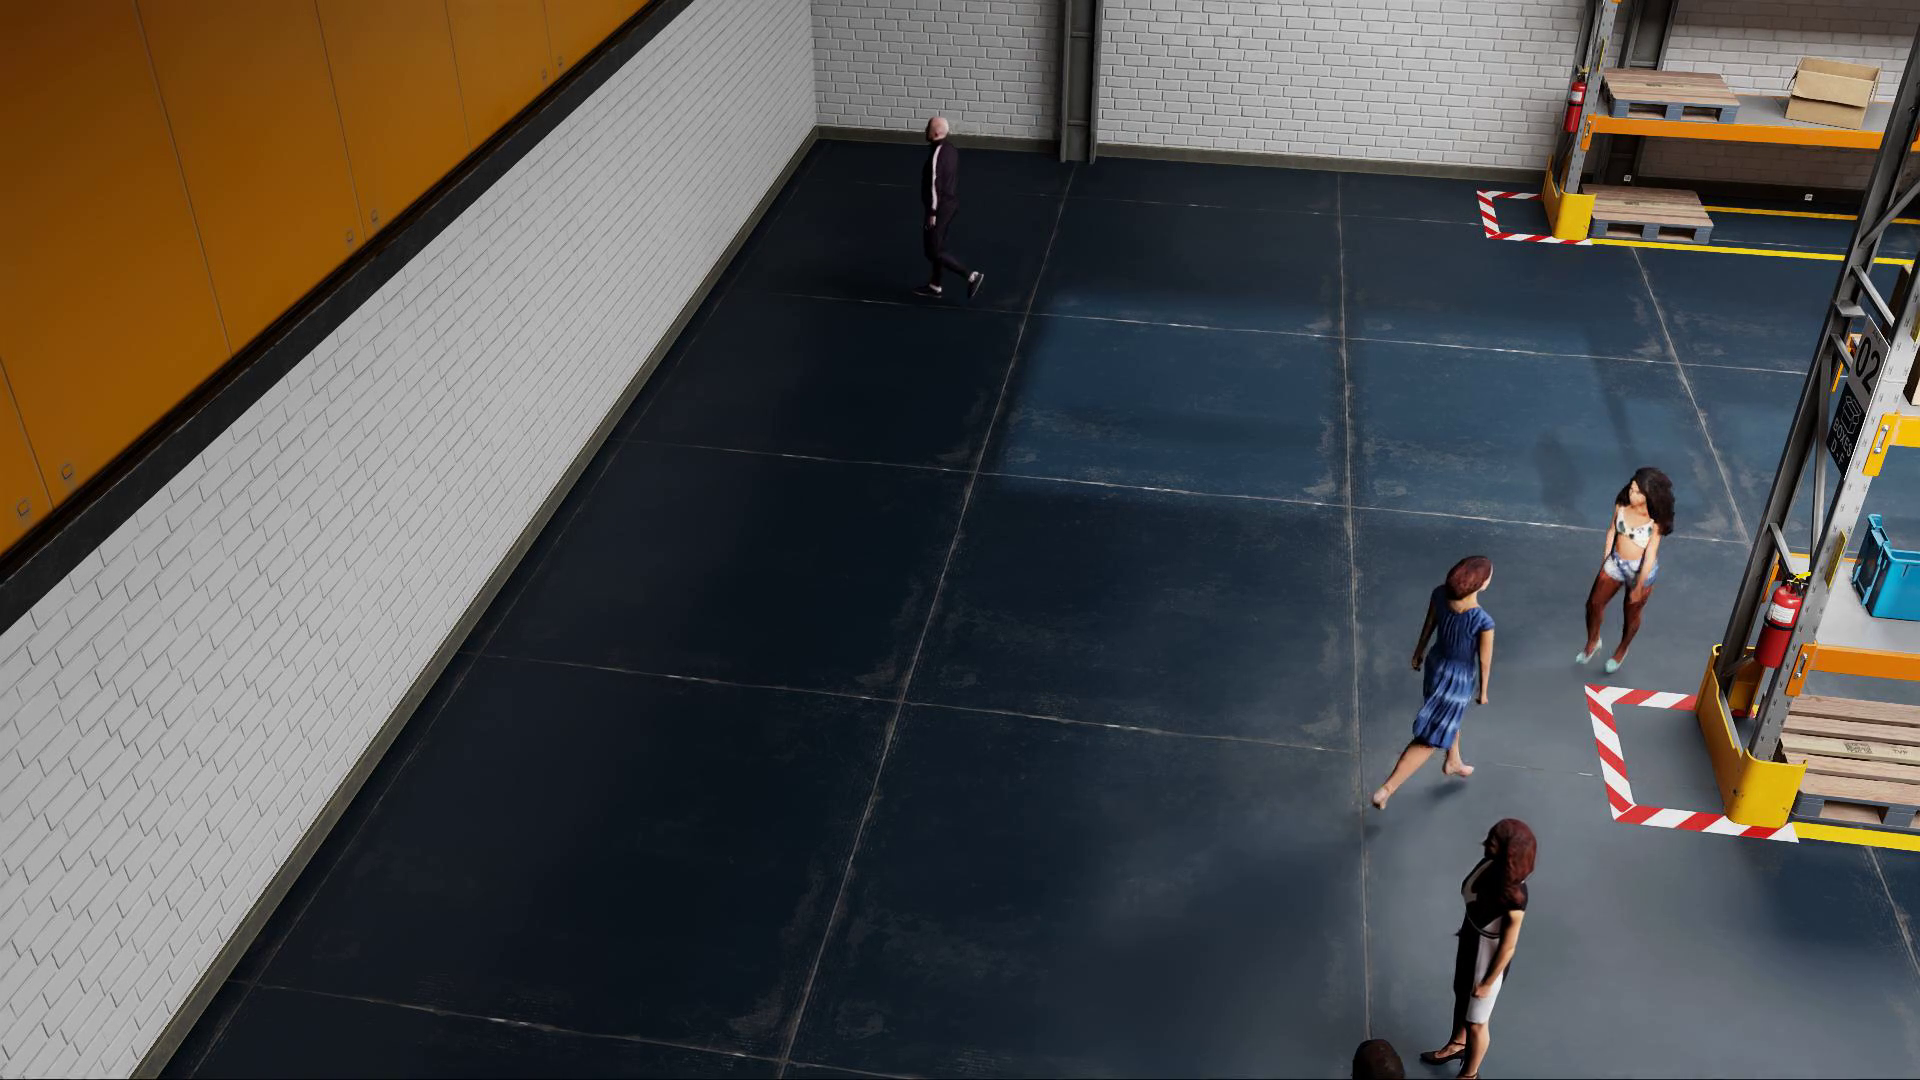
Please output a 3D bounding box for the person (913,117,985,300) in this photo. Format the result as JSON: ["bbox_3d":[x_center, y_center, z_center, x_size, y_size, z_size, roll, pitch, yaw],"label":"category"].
[{"bbox_3d":[-0.105,-3.090,15.751,0.977,1.822,0.724,9,35,13],"label":"person"}]

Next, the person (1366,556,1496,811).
[{"bbox_3d":[2.808,0.905,9.789,1.217,1.769,1.068,-17,37,-24],"label":"person"}]

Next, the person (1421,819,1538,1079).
[{"bbox_3d":[2.531,2.030,8.073,0.527,1.795,0.610,1,34,2],"label":"person"}]

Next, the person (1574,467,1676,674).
[{"bbox_3d":[4.478,0.196,11.003,0.777,1.607,0.717,-23,40,-31],"label":"person"}]
